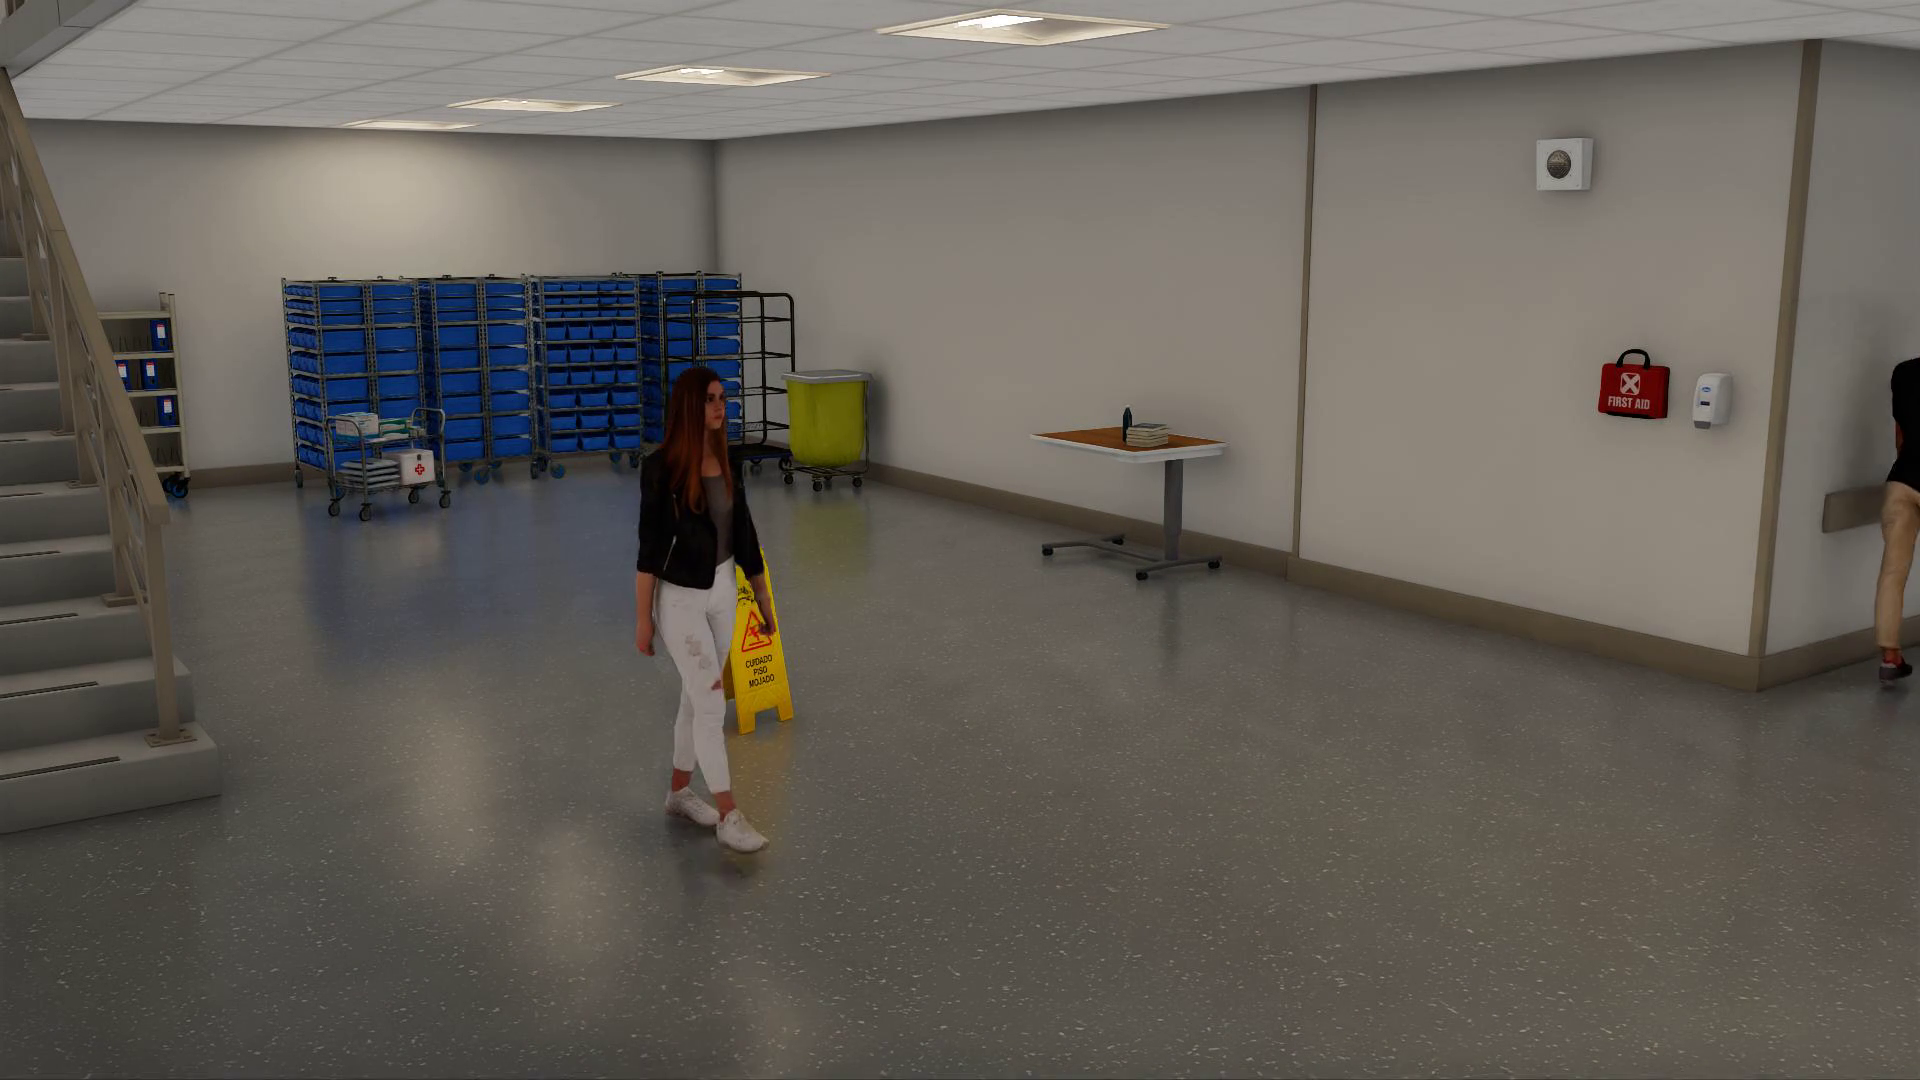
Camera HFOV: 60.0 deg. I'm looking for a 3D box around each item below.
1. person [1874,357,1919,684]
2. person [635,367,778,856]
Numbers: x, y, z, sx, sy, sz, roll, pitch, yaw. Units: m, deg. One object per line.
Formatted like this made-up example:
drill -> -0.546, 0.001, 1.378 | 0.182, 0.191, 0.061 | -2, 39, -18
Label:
person -> 4.532, -0.206, 7.892 | 0.708, 1.814, 0.848 | -7, 13, -34
person -> -0.994, 0.234, 5.934 | 0.987, 1.680, 0.775 | 9, 14, 39
